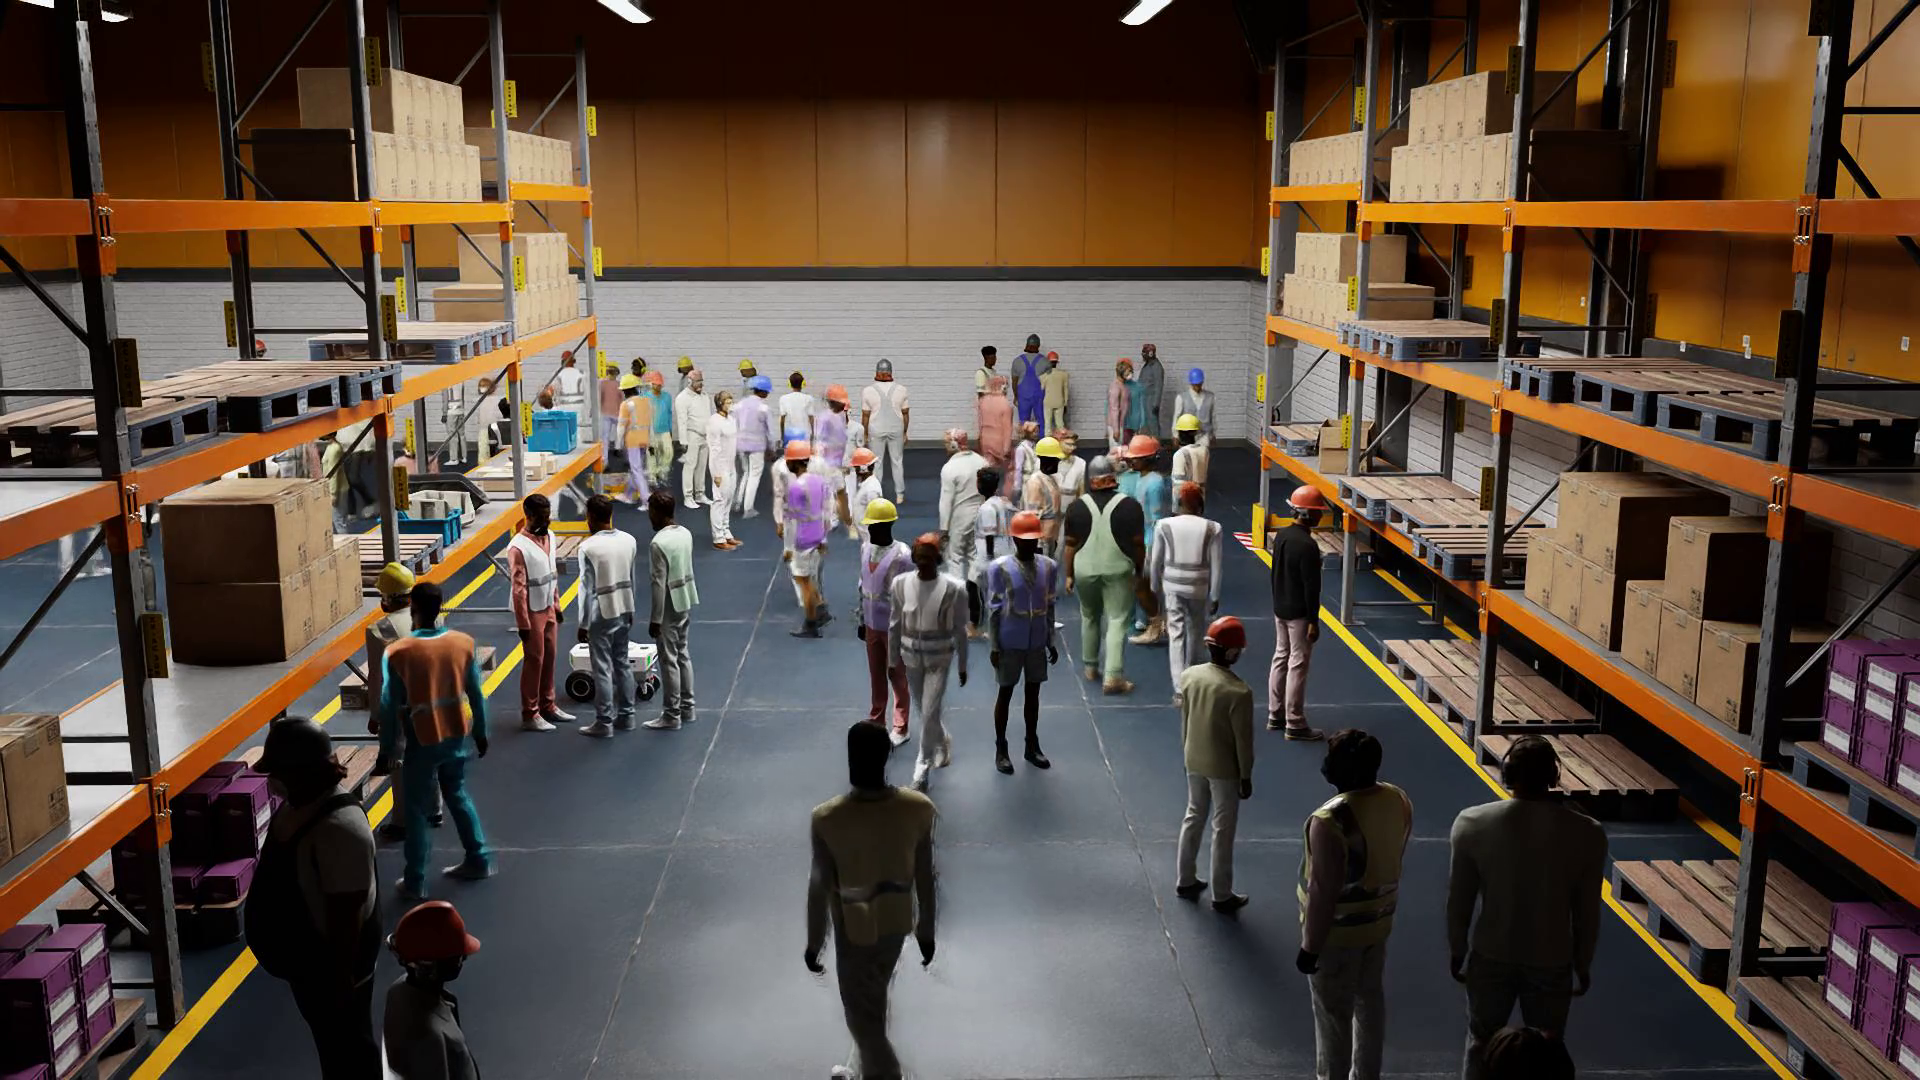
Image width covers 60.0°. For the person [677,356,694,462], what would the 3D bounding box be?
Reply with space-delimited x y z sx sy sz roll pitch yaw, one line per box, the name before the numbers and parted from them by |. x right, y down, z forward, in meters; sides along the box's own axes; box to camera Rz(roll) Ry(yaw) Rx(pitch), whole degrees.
person | -4.441 -2.122 27.062 0.322 1.735 0.494 -7 13 -31

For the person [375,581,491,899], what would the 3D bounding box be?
person | -3.161 1.197 10.020 0.425 1.897 0.662 9 15 39

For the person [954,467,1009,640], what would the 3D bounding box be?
person | 0.195 0.138 15.842 0.627 1.672 0.545 3 12 15

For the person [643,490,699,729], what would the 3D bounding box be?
person | -2.295 0.550 13.224 0.414 1.907 0.594 2 12 12

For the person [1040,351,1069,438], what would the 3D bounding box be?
person | 1.541 -2.272 27.746 0.560 1.752 0.326 -3 12 -17

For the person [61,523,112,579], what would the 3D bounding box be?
person | -9.836 -0.418 18.583 0.492 1.691 0.654 8 14 34

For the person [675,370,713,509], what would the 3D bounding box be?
person | -3.629 -1.397 22.979 0.406 1.904 0.654 6 13 27

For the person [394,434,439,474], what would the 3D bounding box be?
person | -6.080 -0.407 18.725 0.524 1.609 0.354 -2 11 -9

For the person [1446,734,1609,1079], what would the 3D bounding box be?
person | 2.383 1.768 7.067 0.625 1.931 0.379 4 12 19

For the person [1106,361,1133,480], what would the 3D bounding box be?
person | 2.310 -1.634 24.114 0.375 1.931 0.625 4 12 19

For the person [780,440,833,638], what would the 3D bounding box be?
person | -1.516 -0.003 15.944 0.413 1.923 0.541 3 12 15

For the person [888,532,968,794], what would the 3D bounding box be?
person | -0.213 0.837 11.913 0.579 1.850 0.940 4 12 21

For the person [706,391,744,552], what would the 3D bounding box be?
person | -2.848 -0.839 20.098 0.367 1.939 0.634 2 11 10

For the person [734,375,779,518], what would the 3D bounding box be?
person | -2.729 -1.242 22.218 0.625 1.899 0.549 7 13 30

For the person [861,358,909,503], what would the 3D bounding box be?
person | -1.055 -1.524 23.272 0.673 2.000 0.535 -2 11 -9

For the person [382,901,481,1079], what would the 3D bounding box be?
person | -1.824 2.096 5.841 0.342 1.749 0.569 -5 12 -25

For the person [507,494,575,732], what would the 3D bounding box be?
person | -3.349 0.567 13.131 0.401 1.908 0.602 3 12 13

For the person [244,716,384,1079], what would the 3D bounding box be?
person | -2.739 1.710 7.059 0.536 2.000 0.683 -9 14 -37

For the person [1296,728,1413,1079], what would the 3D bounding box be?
person | 1.725 1.729 7.455 0.633 1.846 0.429 -10 15 -40

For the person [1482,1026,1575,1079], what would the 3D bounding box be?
person | 1.562 2.267 4.783 0.430 1.838 0.619 -2 11 -10

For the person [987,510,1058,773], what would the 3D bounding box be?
person | 0.470 0.737 12.193 0.542 1.939 0.362 -4 12 -21

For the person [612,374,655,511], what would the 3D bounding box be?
person | -4.501 -1.343 22.812 0.925 1.870 0.591 6 13 26

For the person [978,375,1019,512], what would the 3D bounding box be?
person | 0.551 -1.296 22.549 0.603 1.883 0.641 -11 16 -43

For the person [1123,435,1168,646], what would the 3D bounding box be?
person | 1.723 0.020 15.562 0.443 2.022 0.638 0 11 -2

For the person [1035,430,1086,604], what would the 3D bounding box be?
person | 1.057 -0.240 17.386 0.600 1.814 0.707 -4 12 -17

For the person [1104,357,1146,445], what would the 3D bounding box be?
person | 2.435 -1.681 24.291 0.611 1.970 0.910 -3 12 -16

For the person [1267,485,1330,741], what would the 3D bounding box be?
person | 2.640 0.558 12.955 0.392 1.989 0.617 -3 12 -15

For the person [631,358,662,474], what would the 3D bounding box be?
person | -4.867 -1.942 25.912 0.449 1.829 0.670 0 11 0

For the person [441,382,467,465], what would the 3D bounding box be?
person | -8.151 -2.022 26.768 0.305 1.645 0.522 4 12 21

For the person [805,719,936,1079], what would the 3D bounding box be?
person | -0.362 1.729 7.362 0.590 1.889 0.896 -7 13 -32
